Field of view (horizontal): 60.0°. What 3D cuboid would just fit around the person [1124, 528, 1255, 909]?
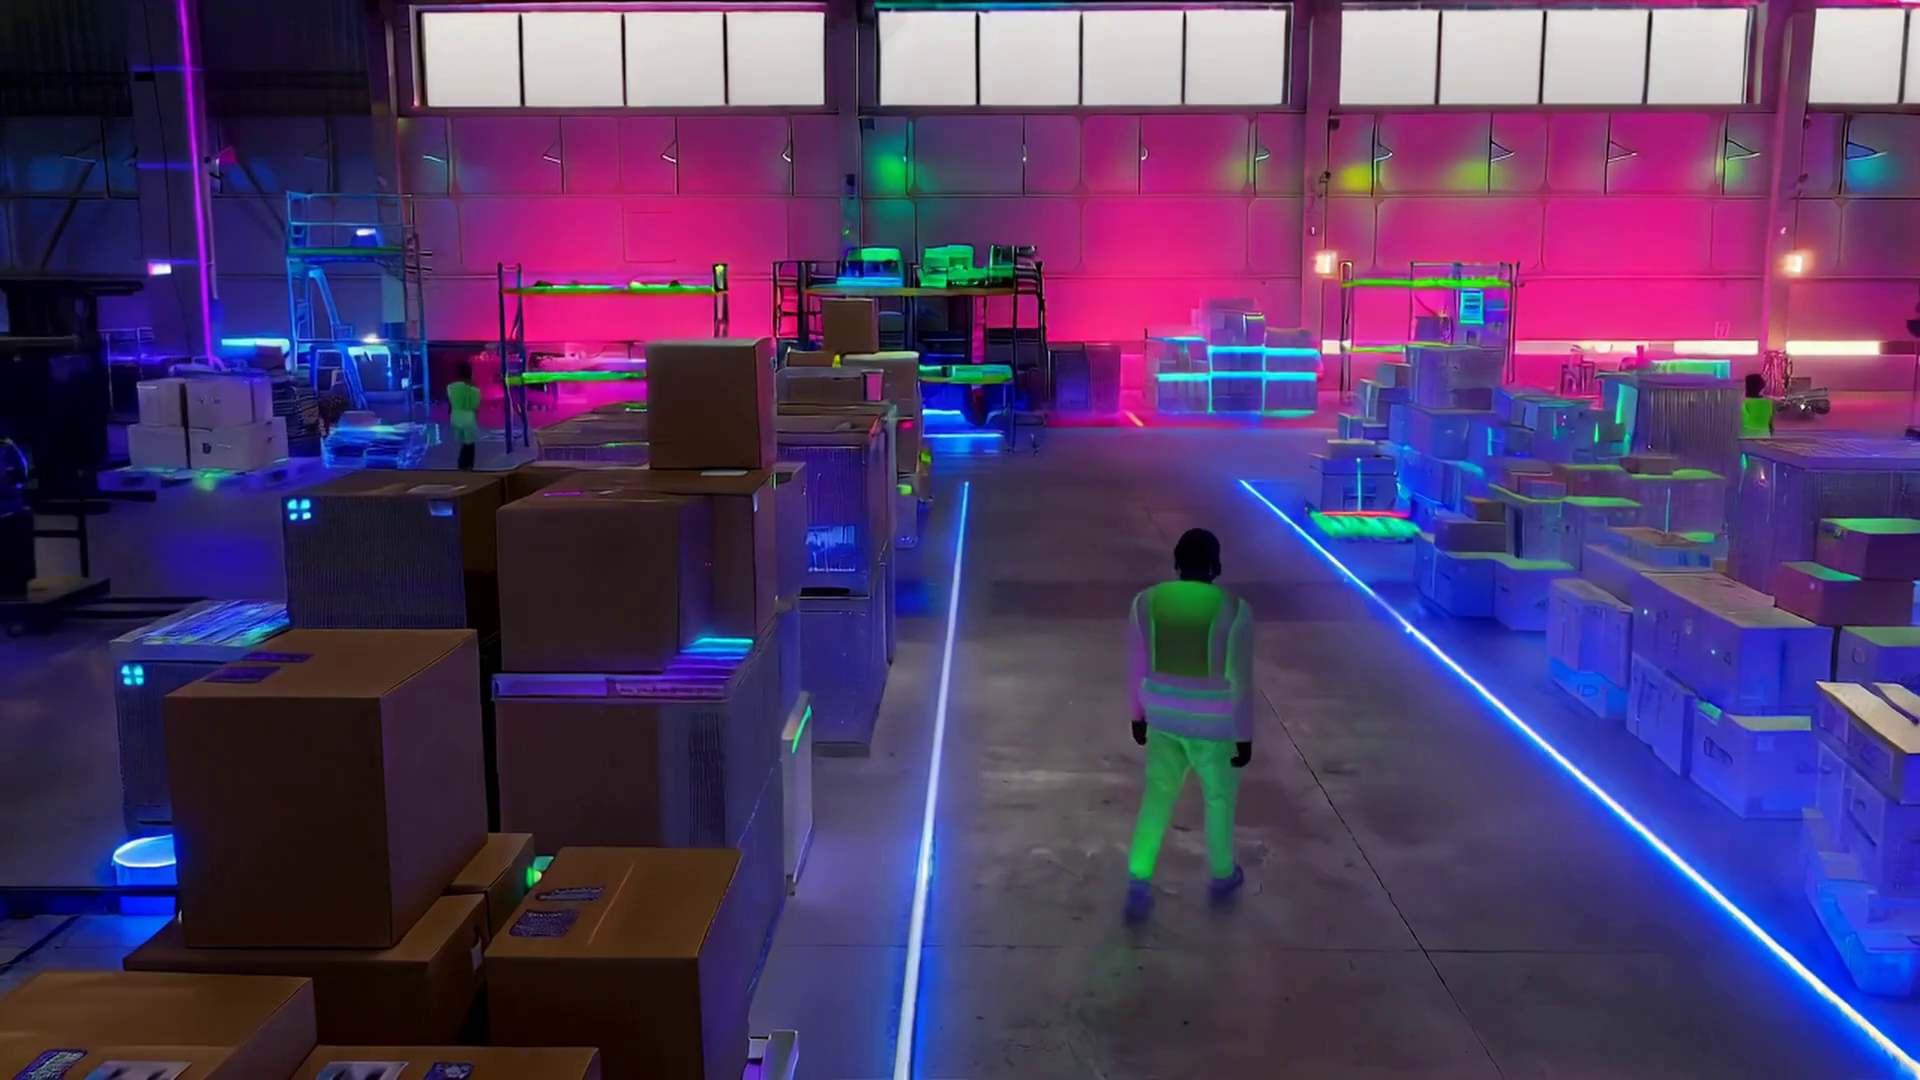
[{"bbox_3d":[1.080,0.840,7.797,0.642,1.817,0.827,5,11,30],"label":"person"}]

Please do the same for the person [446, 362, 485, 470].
[{"bbox_3d":[-6.757,-1.598,22.789,0.548,1.679,0.382,4,10,23],"label":"person"}]

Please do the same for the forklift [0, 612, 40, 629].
[{"bbox_3d":[-8.535,-0.723,13.968,1.873,2.768,1.129,0,9,1],"label":"forklift"}]

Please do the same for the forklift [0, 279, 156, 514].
[{"bbox_3d":[-11.104,-1.772,20.248,1.873,2.768,1.129,1,10,5],"label":"forklift"}]

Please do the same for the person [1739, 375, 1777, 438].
[{"bbox_3d":[9.624,-1.182,20.308,0.549,1.662,0.712,-3,10,-15],"label":"person"}]
